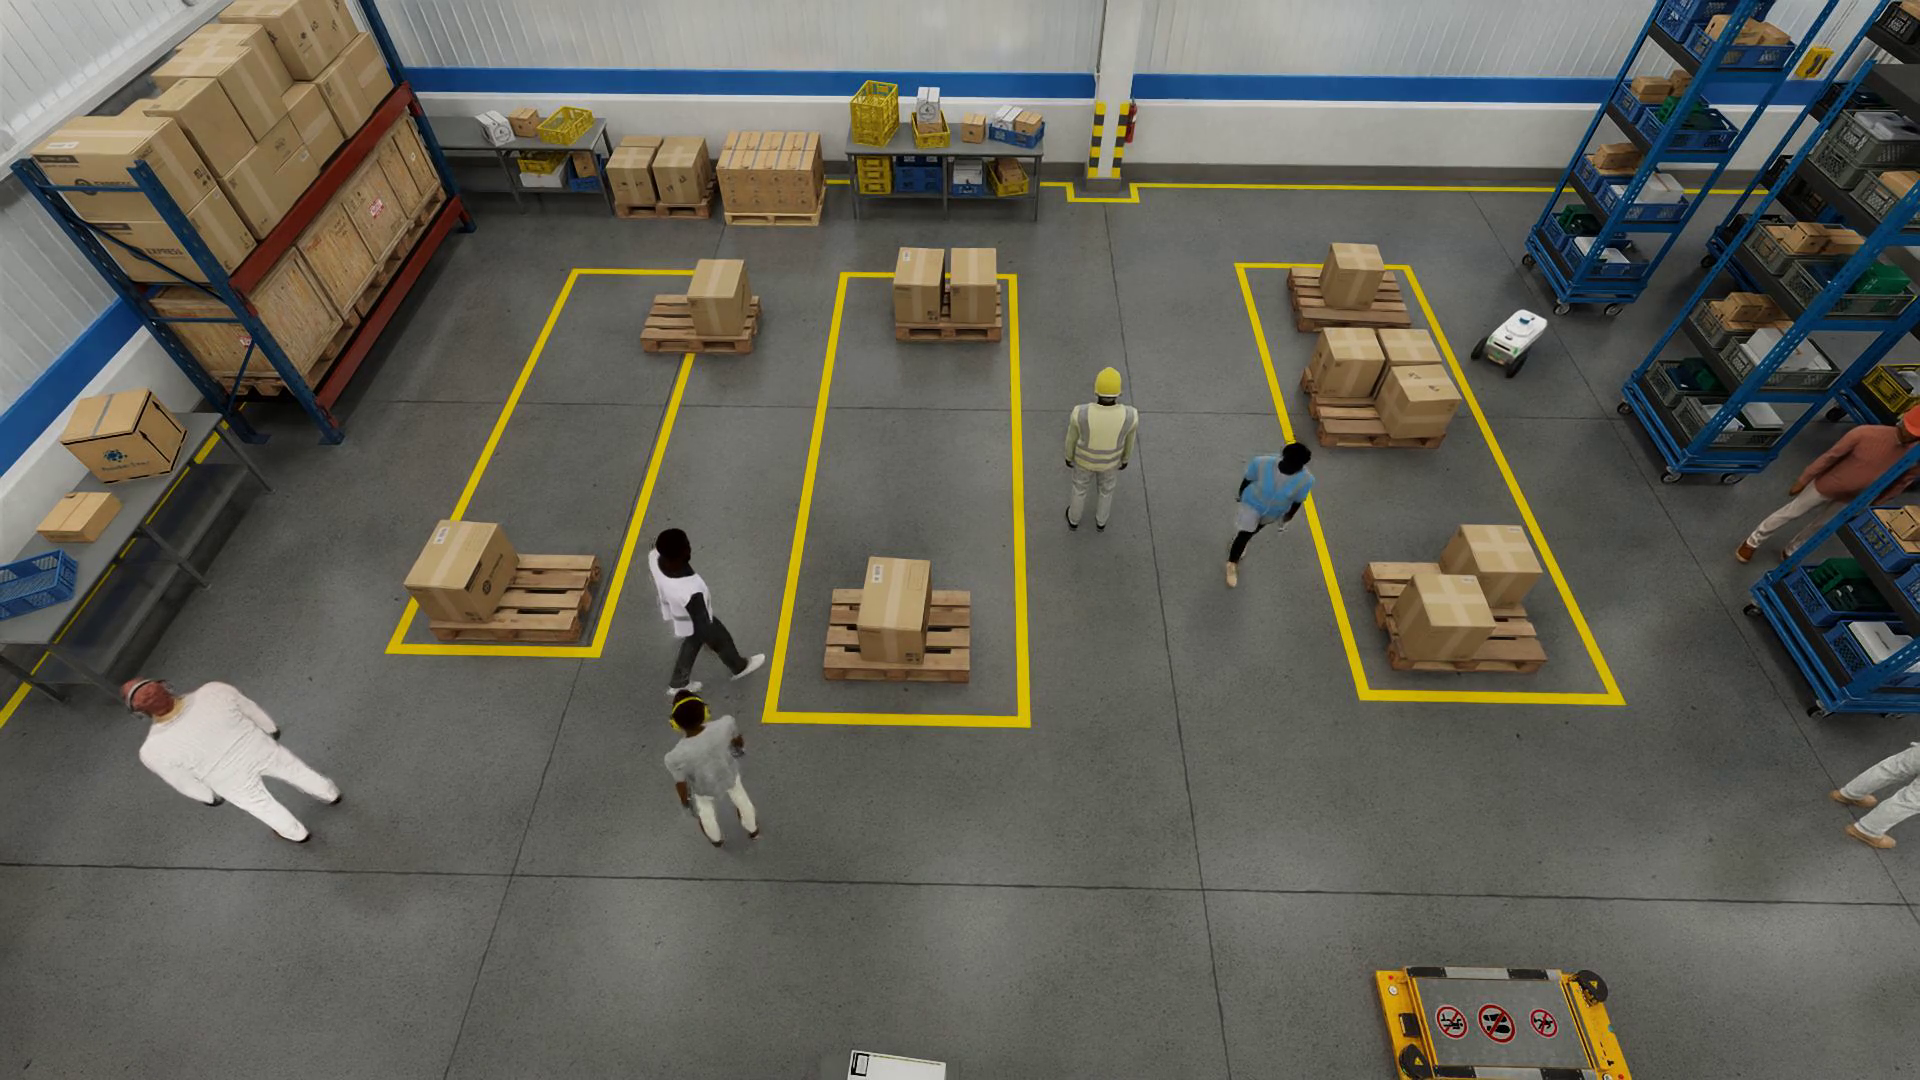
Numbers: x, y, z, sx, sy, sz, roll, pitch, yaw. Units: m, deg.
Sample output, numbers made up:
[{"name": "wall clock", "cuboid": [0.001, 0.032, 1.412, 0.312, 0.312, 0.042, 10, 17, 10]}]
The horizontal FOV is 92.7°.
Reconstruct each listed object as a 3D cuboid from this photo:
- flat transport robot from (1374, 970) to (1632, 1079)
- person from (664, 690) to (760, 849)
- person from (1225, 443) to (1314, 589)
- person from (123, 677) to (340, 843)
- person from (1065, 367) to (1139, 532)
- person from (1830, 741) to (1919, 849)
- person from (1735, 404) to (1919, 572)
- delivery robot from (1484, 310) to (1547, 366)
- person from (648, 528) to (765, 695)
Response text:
[{"name": "flat transport robot", "cuboid": [3.501, 3.133, 5.914, 1.431, 0.197, 0.652, 1, 51, 1]}, {"name": "person", "cuboid": [-1.676, 1.564, 6.180, 0.575, 1.852, 0.440, -32, 58, -23]}, {"name": "person", "cuboid": [2.605, -0.255, 7.785, 0.524, 1.648, 0.720, 10, 51, 8]}, {"name": "person", "cuboid": [-4.930, 1.480, 6.222, 0.400, 1.902, 0.652, 17, 53, 13]}, {"name": "person", "cuboid": [1.217, -0.762, 8.097, 0.595, 1.824, 0.404, 1, 51, 1]}, {"name": "person", "cuboid": [6.788, 1.505, 6.235, 0.430, 1.844, 0.624, 12, 52, 9]}, {"name": "person", "cuboid": [7.422, -0.409, 7.712, 0.635, 1.981, 0.430, 21, 54, 16]}, {"name": "delivery robot", "cuboid": [6.109, -2.253, 10.064, 0.707, 0.478, 0.477, -35, 59, -25]}, {"name": "person", "cuboid": [-2.027, 0.576, 6.959, 0.780, 1.898, 0.602, -35, 59, -25]}]
